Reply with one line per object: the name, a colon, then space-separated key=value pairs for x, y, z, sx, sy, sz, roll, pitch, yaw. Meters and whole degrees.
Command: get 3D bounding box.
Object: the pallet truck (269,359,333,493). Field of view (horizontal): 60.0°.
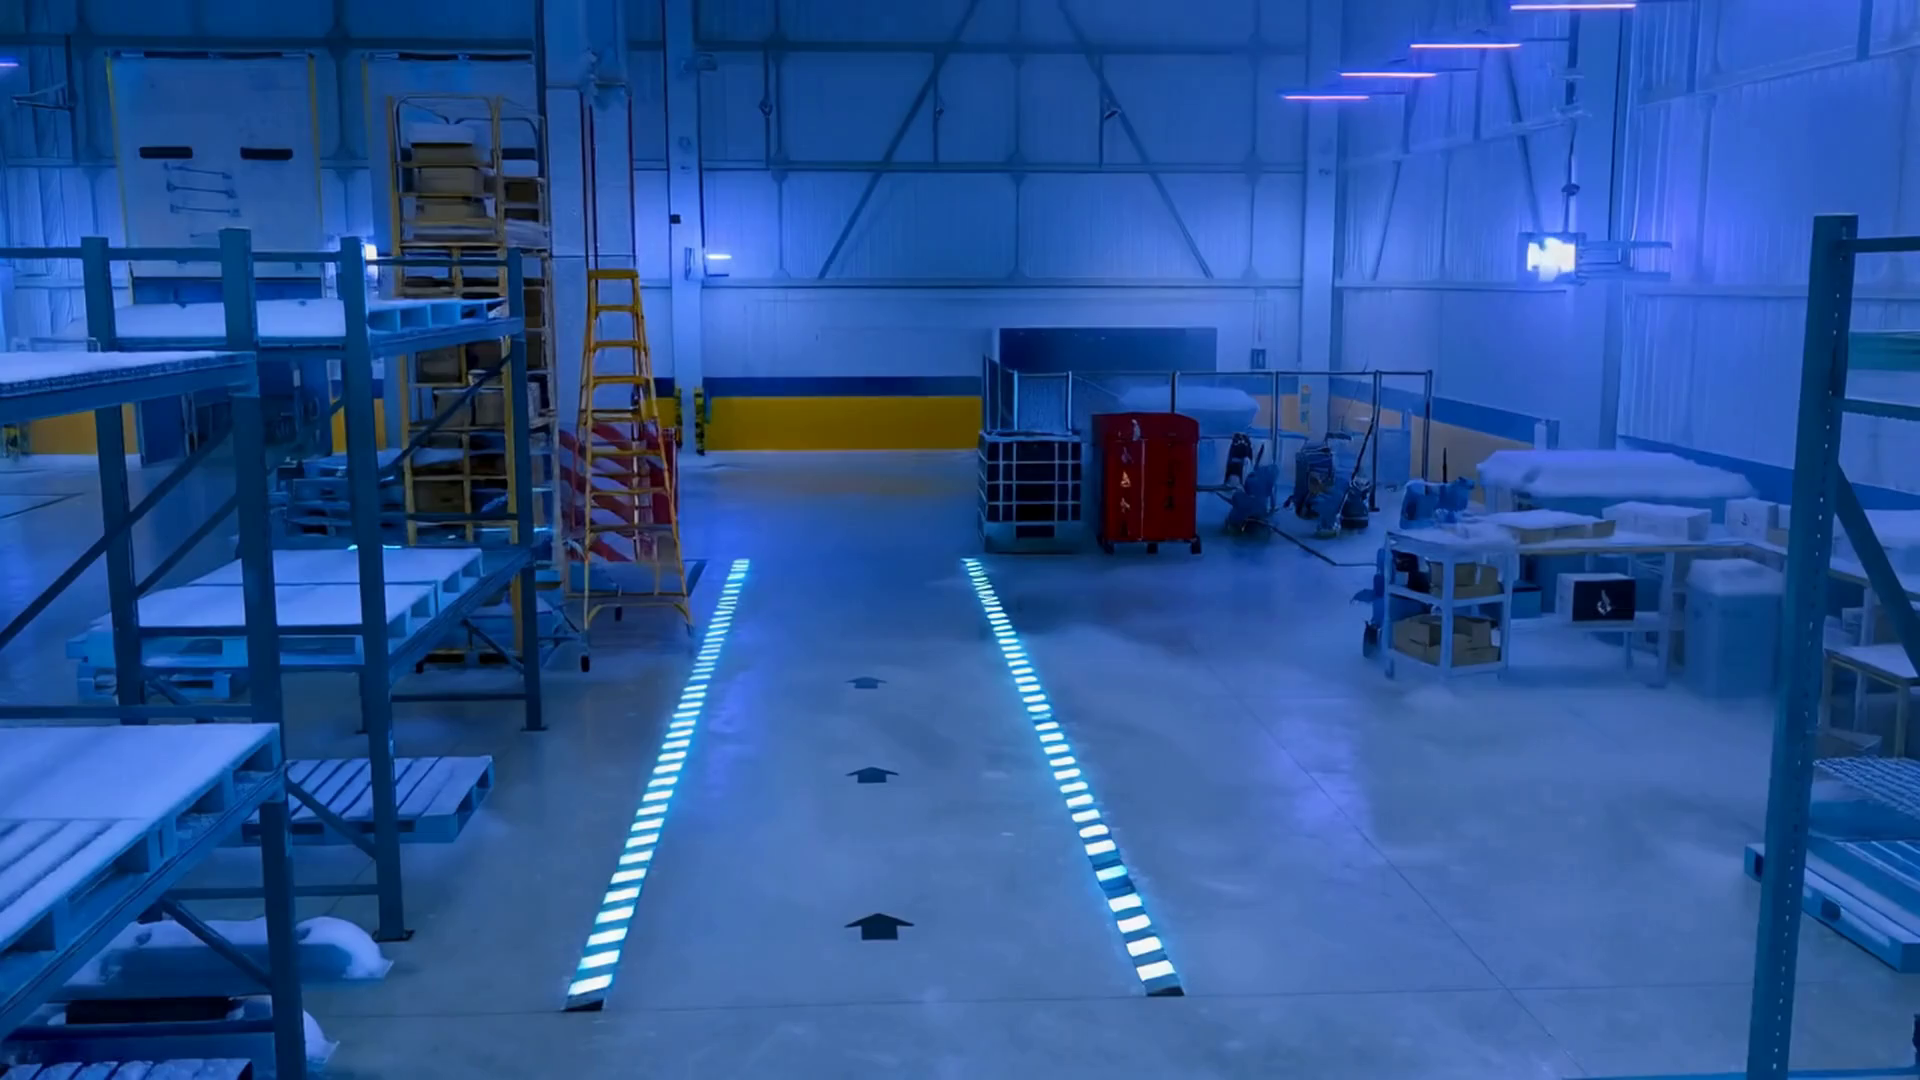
pallet truck: x=-7.062 y=-1.131 z=18.996 sx=1.885 sy=1.965 sz=0.823 roll=2 pitch=9 yaw=13
